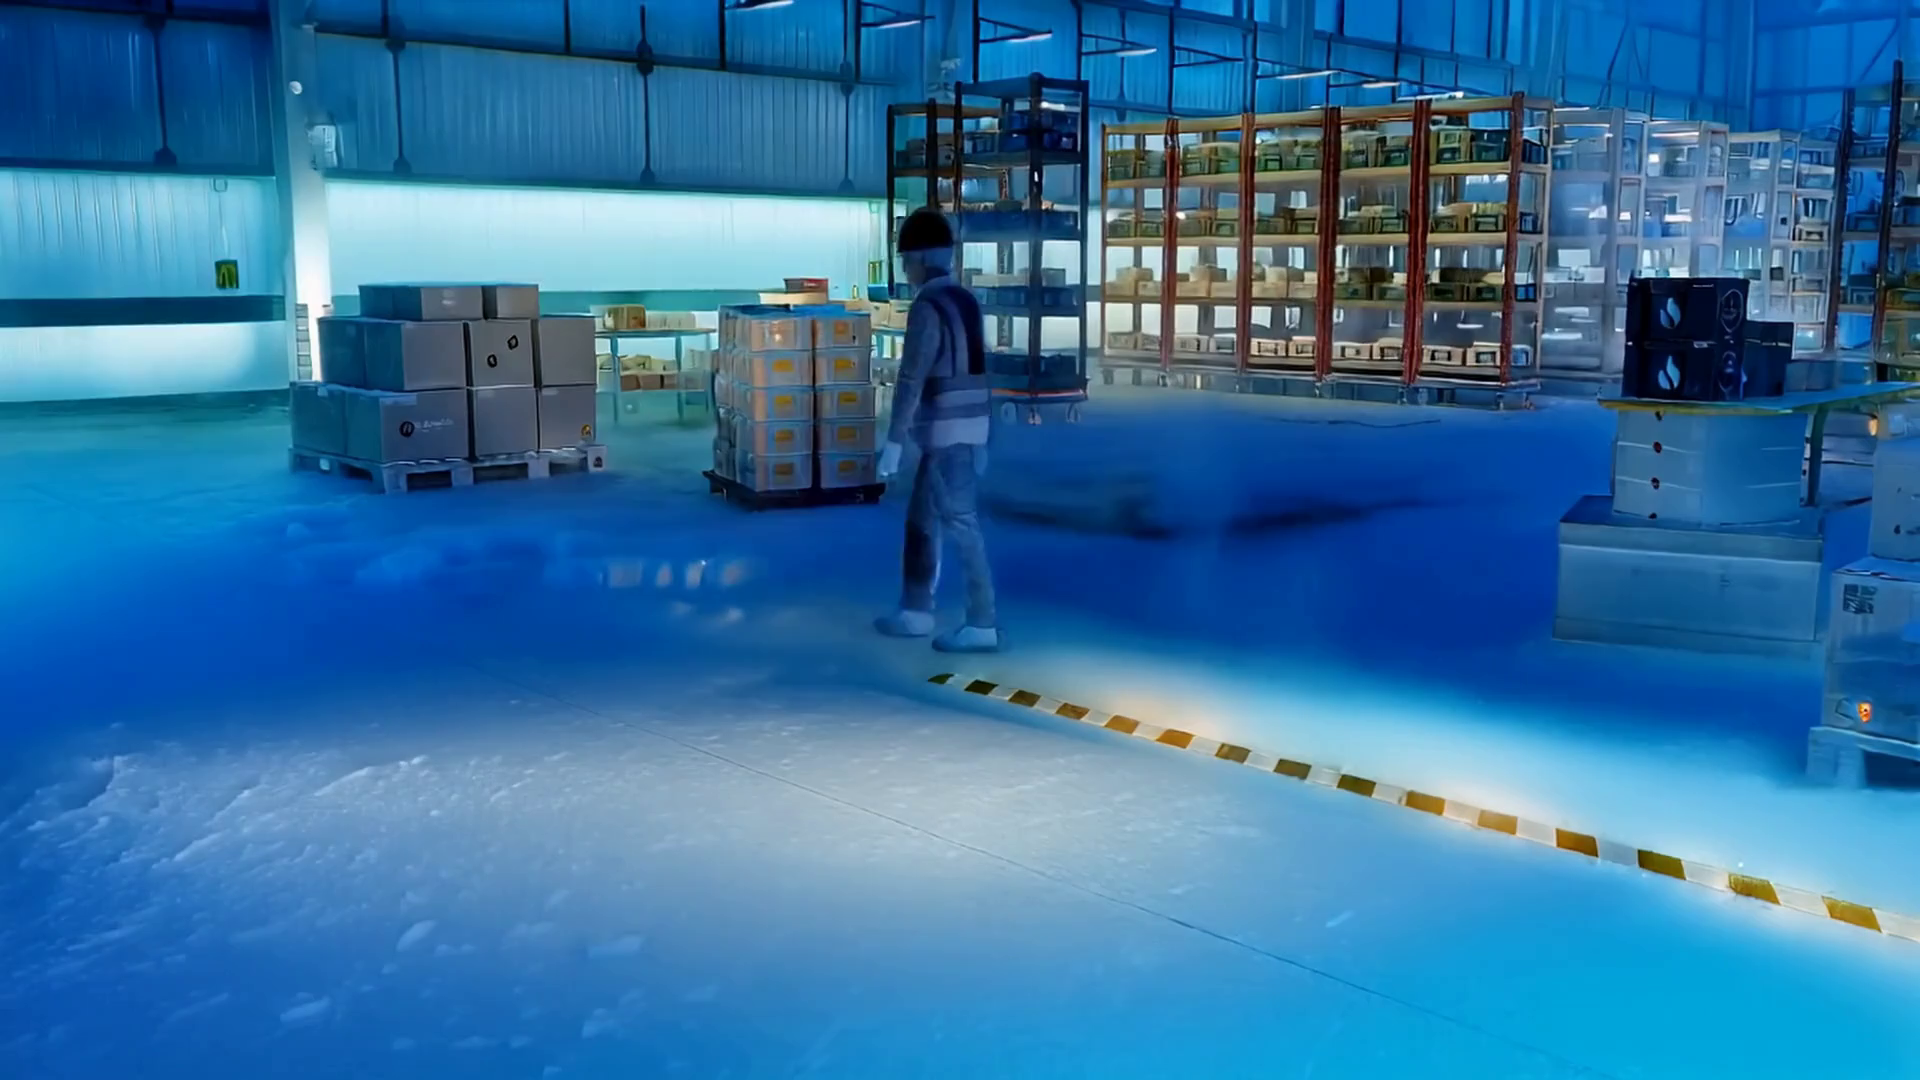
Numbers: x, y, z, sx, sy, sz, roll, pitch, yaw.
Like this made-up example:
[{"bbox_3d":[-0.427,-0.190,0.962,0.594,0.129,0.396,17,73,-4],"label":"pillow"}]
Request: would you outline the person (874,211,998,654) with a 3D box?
[{"bbox_3d":[-0.154,-0.454,7.258,0.783,1.914,0.606,3,10,15],"label":"person"}]
